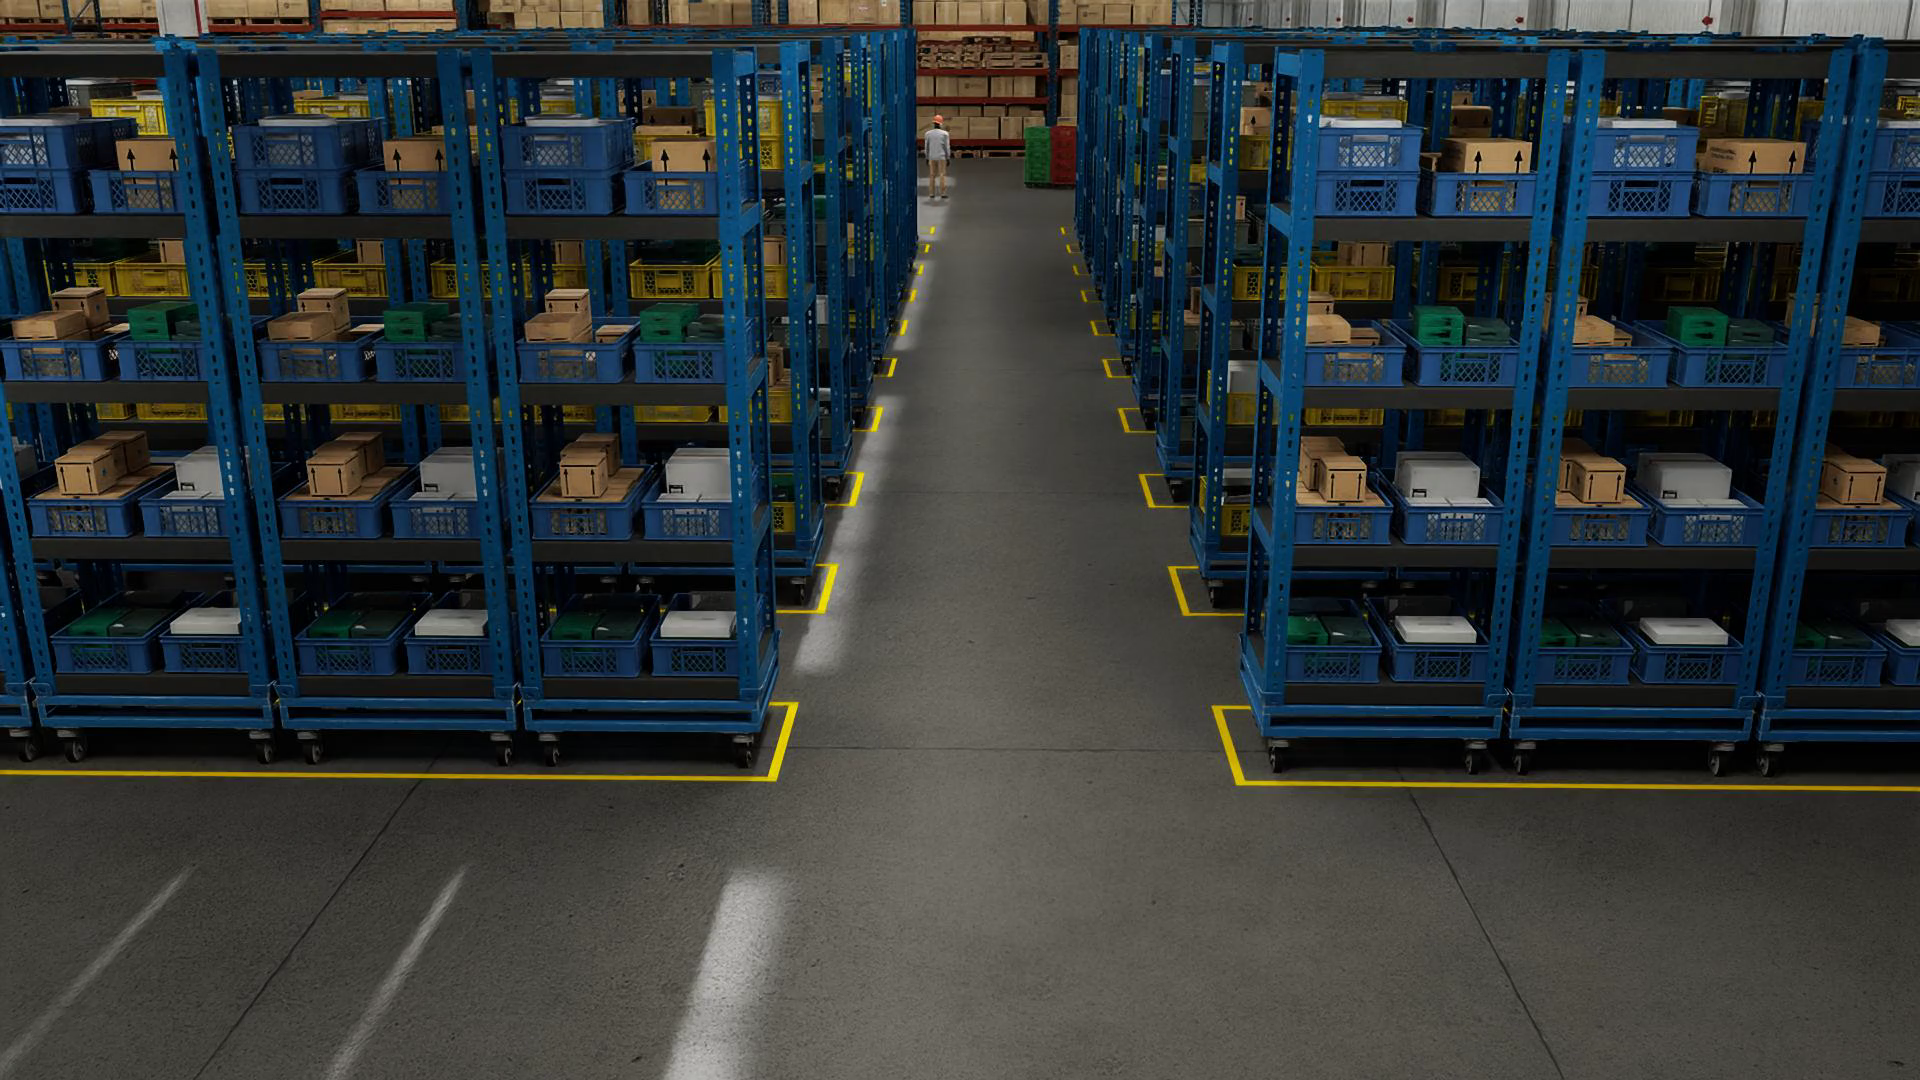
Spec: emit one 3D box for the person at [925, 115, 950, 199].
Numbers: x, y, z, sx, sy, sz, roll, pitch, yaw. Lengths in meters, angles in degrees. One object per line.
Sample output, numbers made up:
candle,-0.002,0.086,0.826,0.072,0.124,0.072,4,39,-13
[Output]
person,-0.474,-8.192,35.594,0.561,1.753,0.331,6,18,19
